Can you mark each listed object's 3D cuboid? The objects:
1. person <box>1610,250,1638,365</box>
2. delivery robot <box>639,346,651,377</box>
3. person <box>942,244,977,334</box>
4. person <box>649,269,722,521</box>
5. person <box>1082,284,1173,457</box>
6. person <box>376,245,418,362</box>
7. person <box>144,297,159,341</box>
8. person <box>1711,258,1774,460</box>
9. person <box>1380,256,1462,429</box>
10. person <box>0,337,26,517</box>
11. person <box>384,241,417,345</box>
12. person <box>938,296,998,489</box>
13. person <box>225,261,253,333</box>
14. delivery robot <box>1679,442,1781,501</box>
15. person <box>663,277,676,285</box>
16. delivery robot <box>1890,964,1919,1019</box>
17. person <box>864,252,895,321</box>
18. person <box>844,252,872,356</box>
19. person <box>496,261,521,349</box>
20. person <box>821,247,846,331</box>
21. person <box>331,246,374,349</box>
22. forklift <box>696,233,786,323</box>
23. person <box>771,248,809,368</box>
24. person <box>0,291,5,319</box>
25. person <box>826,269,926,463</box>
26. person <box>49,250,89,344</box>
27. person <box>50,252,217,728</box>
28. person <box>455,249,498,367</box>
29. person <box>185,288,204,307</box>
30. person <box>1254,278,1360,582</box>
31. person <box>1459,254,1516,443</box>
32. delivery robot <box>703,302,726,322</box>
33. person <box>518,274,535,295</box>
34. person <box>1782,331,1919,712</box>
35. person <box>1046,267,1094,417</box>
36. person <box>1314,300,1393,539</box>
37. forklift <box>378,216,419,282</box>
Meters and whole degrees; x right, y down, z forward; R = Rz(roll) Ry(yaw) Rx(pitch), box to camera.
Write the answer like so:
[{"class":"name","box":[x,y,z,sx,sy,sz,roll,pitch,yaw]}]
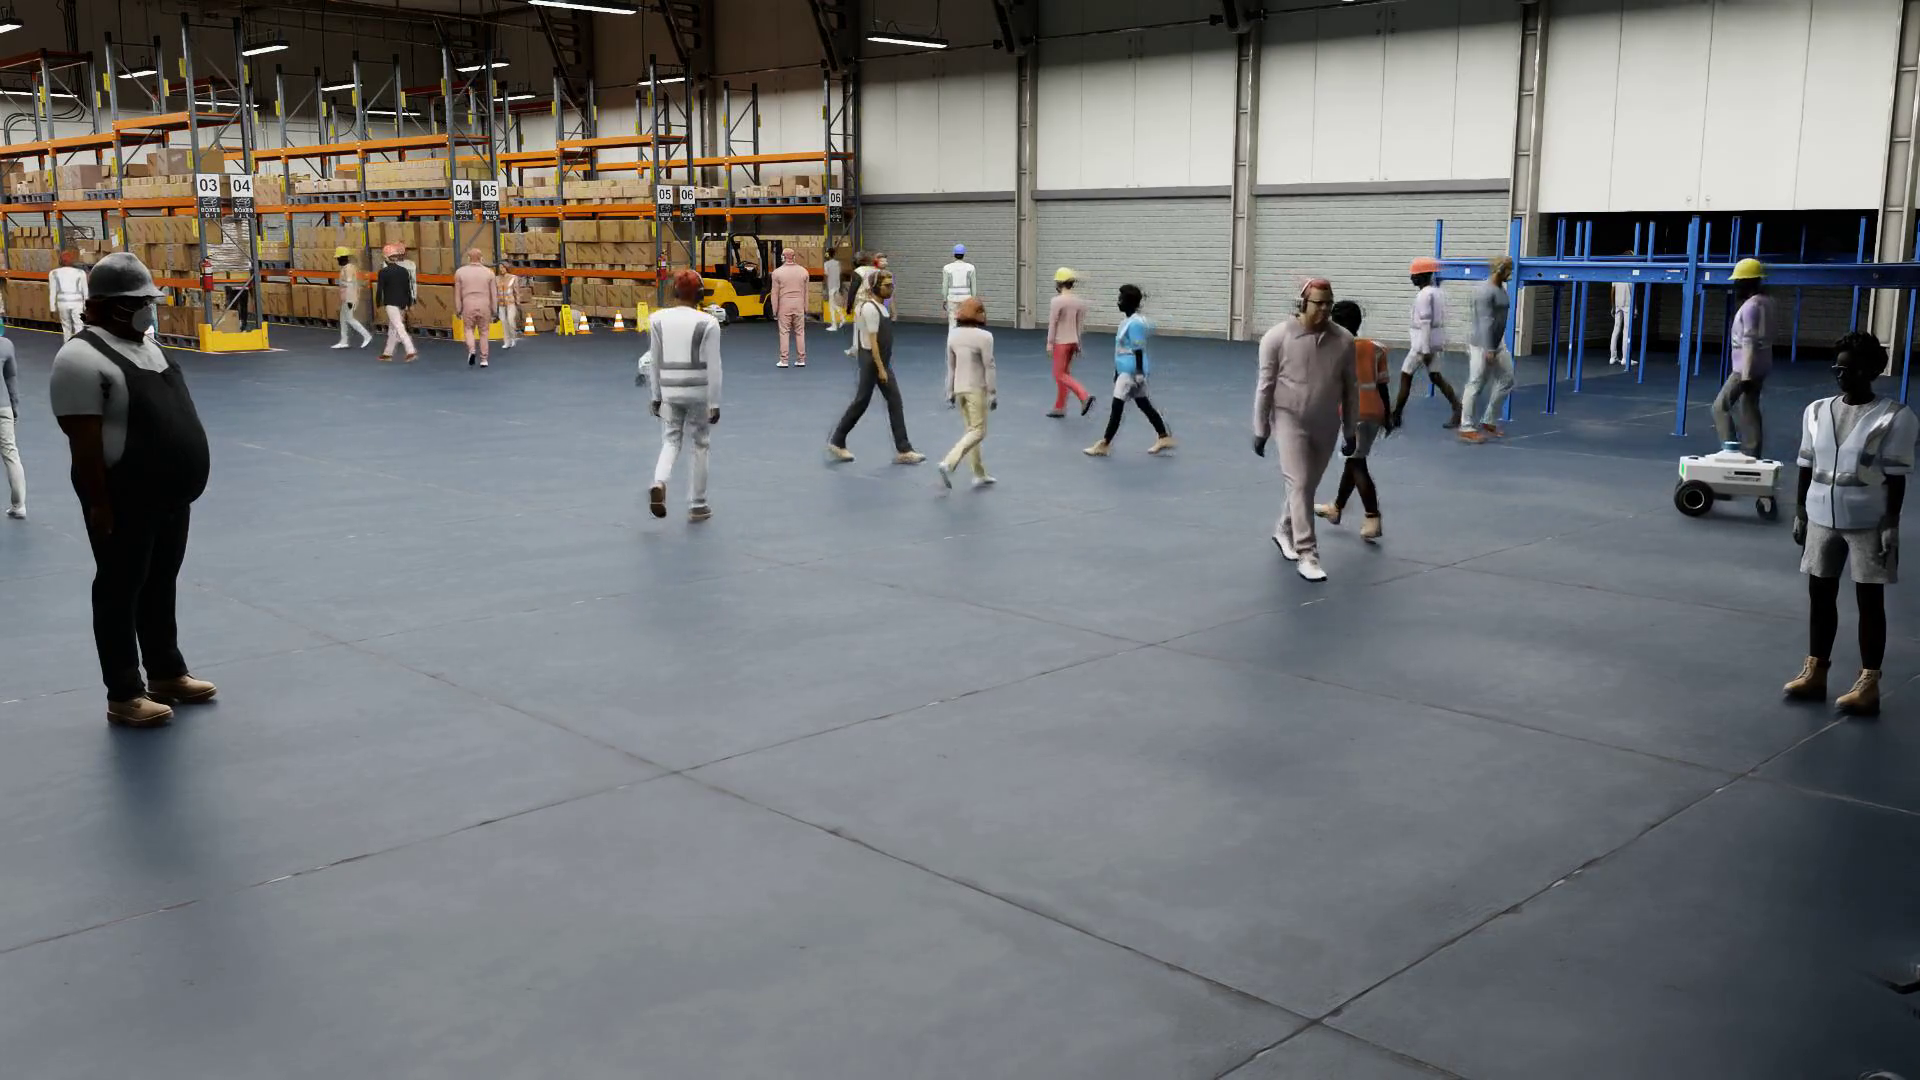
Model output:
[{"class":"person","box":[10.944,-3.825,27.355,0.329,1.872,0.509,-6,12,-29]},{"class":"delivery robot","box":[-4.371,-2.523,23.700,0.477,0.478,0.707,-1,10,-4]},{"class":"person","box":[-0.011,-4.287,29.654,0.614,1.946,0.389,-1,10,-4]},{"class":"person","box":[-2.036,-1.050,12.229,0.603,1.870,0.634,3,11,16]},{"class":"person","box":[1.660,-1.628,15.972,0.889,1.654,0.536,0,10,0]},{"class":"person","box":[-9.454,-3.953,27.855,1.015,1.950,0.632,5,12,26]},{"class":"person","box":[-10.801,-2.705,21.899,0.313,1.634,0.517,7,13,35]},{"class":"person","box":[6.860,-1.510,14.641,0.577,1.908,0.591,8,13,38]},{"class":"person","box":[5.134,-2.161,18.252,1.012,1.896,0.567,6,12,31]},{"class":"person","box":[-7.227,-0.955,12.347,0.277,1.631,0.507,5,11,24]},{"class":"person","box":[-10.830,-4.774,32.196,0.625,2.000,1.041,-5,11,-25]},{"class":"person","box":[0.062,-1.224,13.844,0.688,1.611,0.506,-10,14,-43]},{"class":"person","box":[-15.573,-5.415,35.925,0.596,1.904,0.455,-7,12,-32]},{"class":"delivery robot","box":[5.881,-0.507,12.708,0.707,0.478,0.477,5,11,24]},{"class":"person","box":[-7.000,-6.080,40.118,0.497,1.693,0.853,-6,12,-30]},{"class":"delivery robot","box":[2.443,1.019,3.678,0.335,0.223,0.698,-4,11,-22]},{"class":"person","box":[-1.312,-3.755,27.067,0.427,1.846,0.572,10,14,42]},{"class":"person","box":[-1.804,-4.069,28.818,0.783,1.815,0.661,5,11,24]},{"class":"person","box":[-8.505,-4.389,31.096,0.538,1.622,0.438,2,11,10]},{"class":"person","box":[-2.830,-5.584,37.007,0.419,1.850,0.543,8,13,36]},{"class":"person","box":[-11.430,-4.540,31.165,0.707,1.902,0.608,-5,12,-26]},{"class":"forklift","box":[-5.496,-6.489,41.108,2.313,2.155,1.214,-10,14,-44]},{"class":"person","box":[-2.750,-3.747,26.868,0.636,1.899,0.401,-5,11,-24]},{"class":"person","box":[-16.104,-3.799,27.561,0.568,1.735,0.402,0,10,1]},{"class":"person","box":[-0.822,-1.622,15.549,0.970,1.808,0.508,4,11,21]},{"class":"person","box":[-14.890,-3.905,27.811,0.598,1.868,0.723,-4,11,-21]},{"class":"person","box":[-3.578,-0.217,7.326,0.538,2.000,0.681,1,10,5]},{"class":"person","box":[-7.787,-3.741,26.835,0.668,1.891,0.414,-3,11,-13]},{"class":"person","box":[-18.129,-5.932,39.531,0.533,1.617,0.540,-9,14,-40]},{"class":"person","box":[2.196,-0.734,10.567,0.646,1.858,0.994,-3,11,-14]},{"class":"person","box":[5.428,-1.946,16.969,0.587,1.913,0.700,9,14,40]},{"class":"delivery robot","box":[-5.783,-5.357,39.157,0.477,0.478,0.707,-5,12,-27]},{"class":"person","box":[-12.519,-7.636,47.948,0.543,1.939,0.360,-8,13,-36]},{"class":"person","box":[3.985,-0.087,7.465,0.323,1.689,0.527,-6,12,-31]},{"class":"person","box":[1.263,-2.271,19.213,0.667,1.746,0.526,8,13,36]},{"class":"person","box":[2.777,-0.861,11.747,0.557,1.643,0.890,-5,12,-27]},{"class":"forklift","box":[-17.868,-9.201,54.028,1.873,2.768,1.129,-10,14,-44]}]
